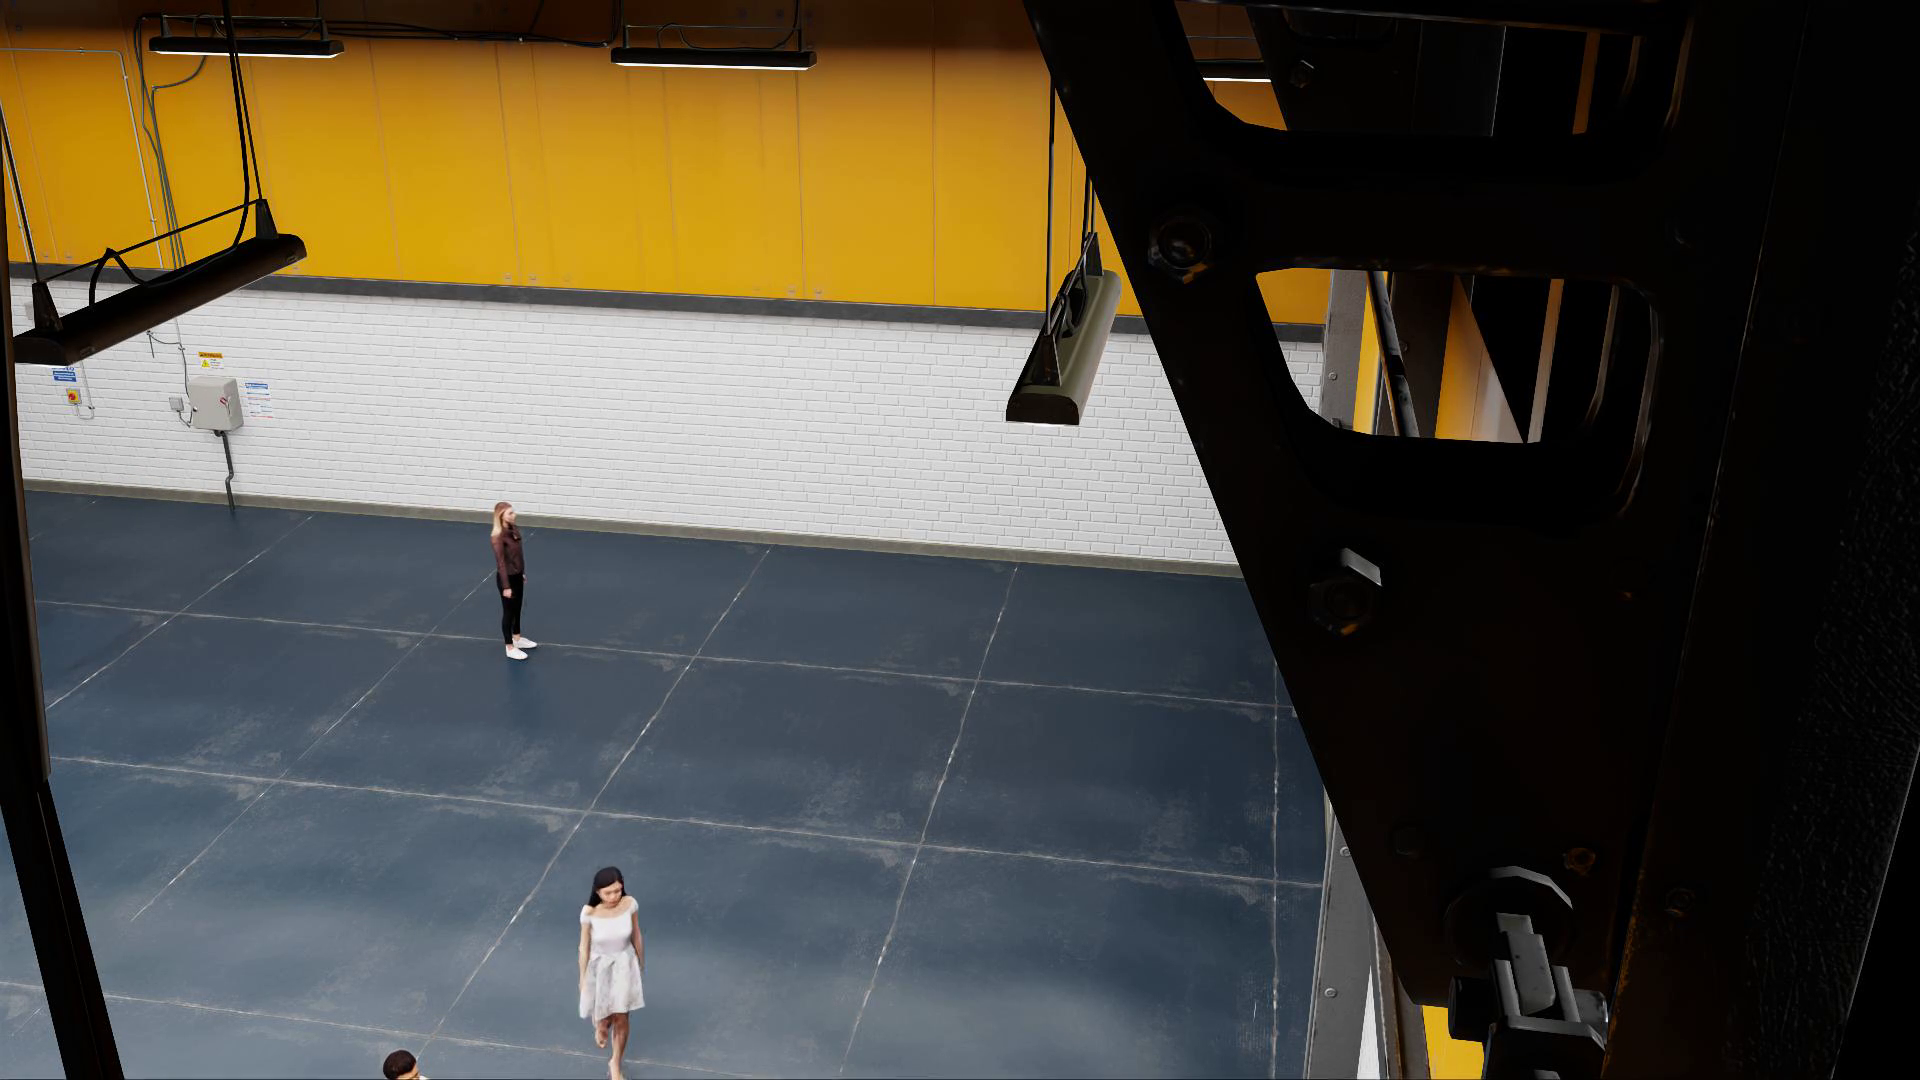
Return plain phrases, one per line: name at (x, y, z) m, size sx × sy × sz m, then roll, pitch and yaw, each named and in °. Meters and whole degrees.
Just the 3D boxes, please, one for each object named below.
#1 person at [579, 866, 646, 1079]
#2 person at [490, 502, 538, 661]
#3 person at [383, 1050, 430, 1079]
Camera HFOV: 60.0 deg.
person at (-2.380, 2.928, 11.328) m, size 0.867 × 1.759 × 0.959 m, roll -9°, pitch 25°, yaw -20°
person at (-4.655, 0.392, 17.198) m, size 0.657 × 1.705 × 0.427 m, roll 4°, pitch 24°, yaw 9°
person at (-3.138, 3.668, 9.598) m, size 0.757 × 1.789 × 0.606 m, roll 11°, pitch 26°, yaw 24°
